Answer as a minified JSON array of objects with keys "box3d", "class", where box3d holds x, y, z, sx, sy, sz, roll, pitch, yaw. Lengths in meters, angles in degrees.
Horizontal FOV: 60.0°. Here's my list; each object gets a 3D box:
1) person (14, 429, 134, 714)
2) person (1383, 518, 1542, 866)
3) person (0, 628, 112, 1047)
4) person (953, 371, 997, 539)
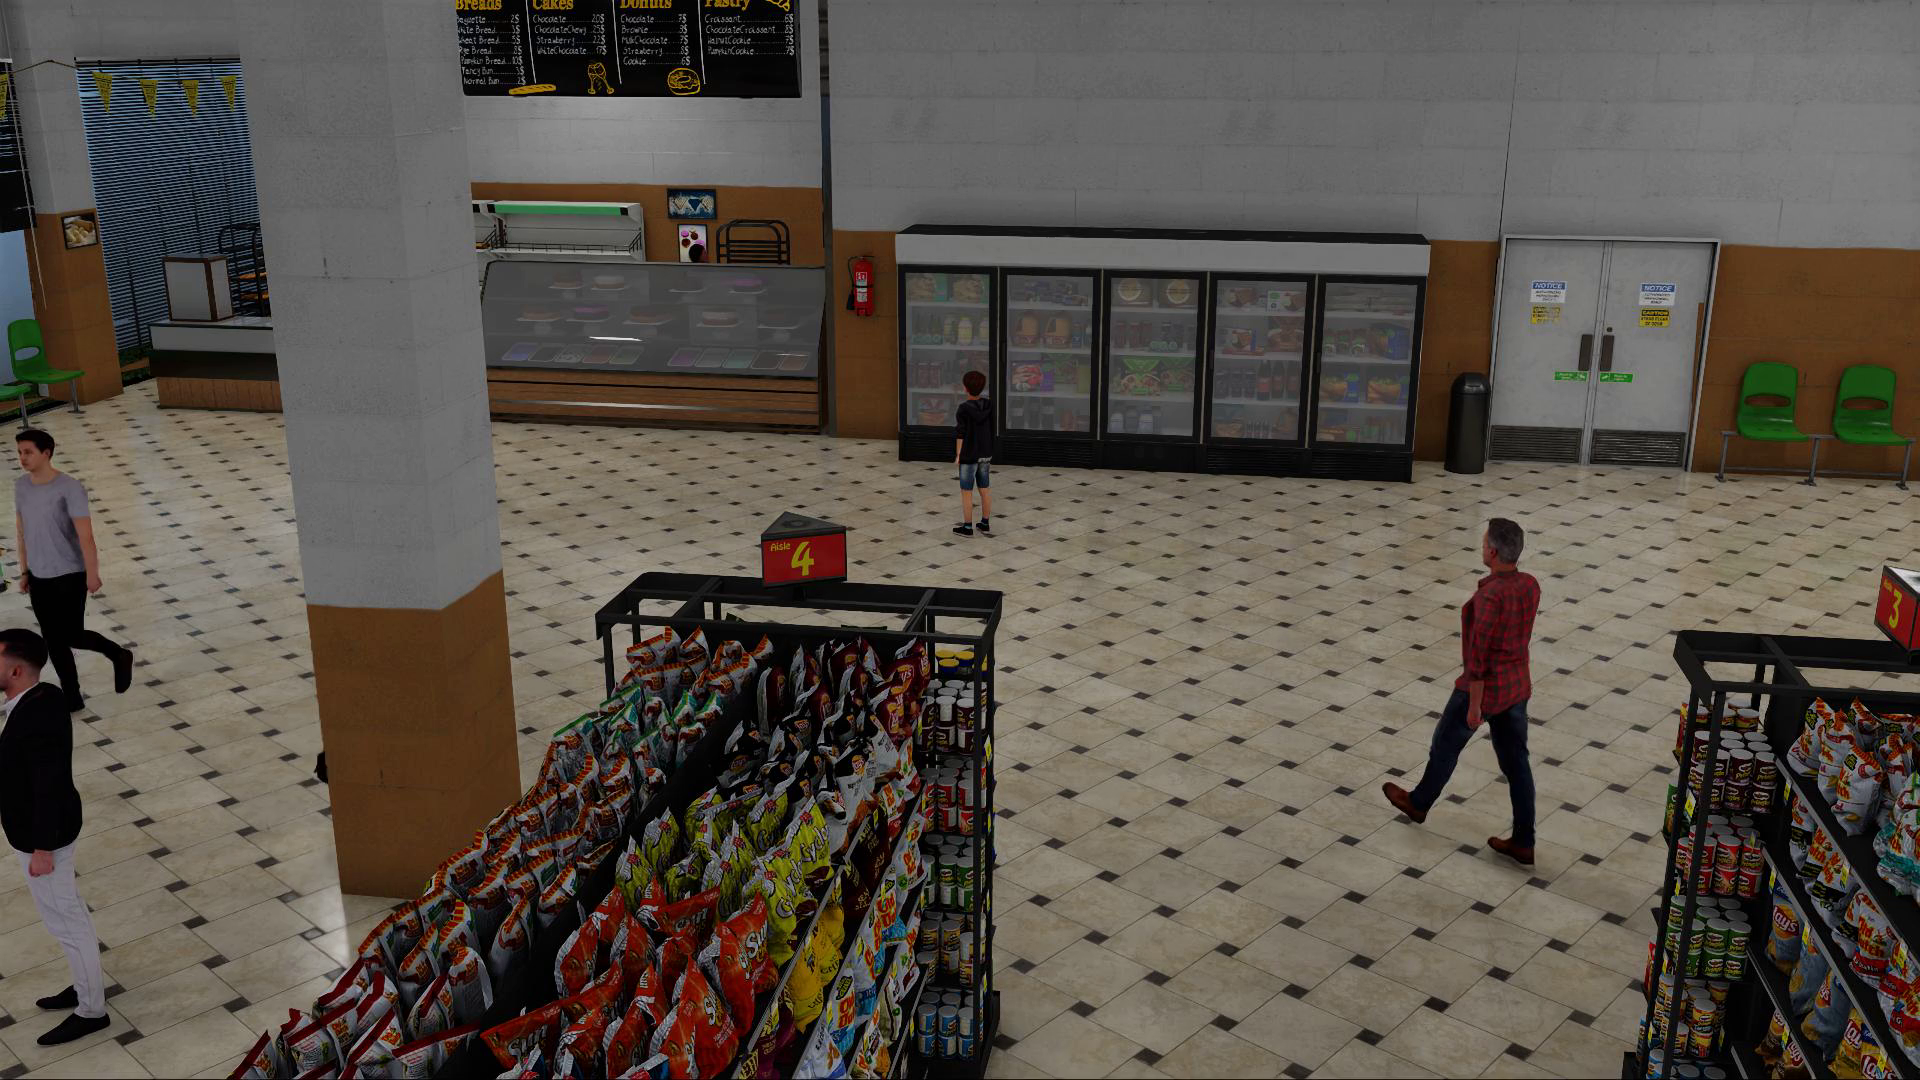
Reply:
[{"box3d":[-5.635,0.199,10.524,0.724,1.847,0.897,5,18,16],"class":"person"},{"box3d":[2.830,0.818,8.582,1.178,1.792,1.243,-11,20,-33],"class":"person"},{"box3d":[-3.878,1.242,7.097,0.802,1.844,0.703,-8,19,-24],"class":"person"},{"box3d":[0.121,-0.746,14.326,0.625,1.447,0.681,-11,20,-32],"class":"person"}]
